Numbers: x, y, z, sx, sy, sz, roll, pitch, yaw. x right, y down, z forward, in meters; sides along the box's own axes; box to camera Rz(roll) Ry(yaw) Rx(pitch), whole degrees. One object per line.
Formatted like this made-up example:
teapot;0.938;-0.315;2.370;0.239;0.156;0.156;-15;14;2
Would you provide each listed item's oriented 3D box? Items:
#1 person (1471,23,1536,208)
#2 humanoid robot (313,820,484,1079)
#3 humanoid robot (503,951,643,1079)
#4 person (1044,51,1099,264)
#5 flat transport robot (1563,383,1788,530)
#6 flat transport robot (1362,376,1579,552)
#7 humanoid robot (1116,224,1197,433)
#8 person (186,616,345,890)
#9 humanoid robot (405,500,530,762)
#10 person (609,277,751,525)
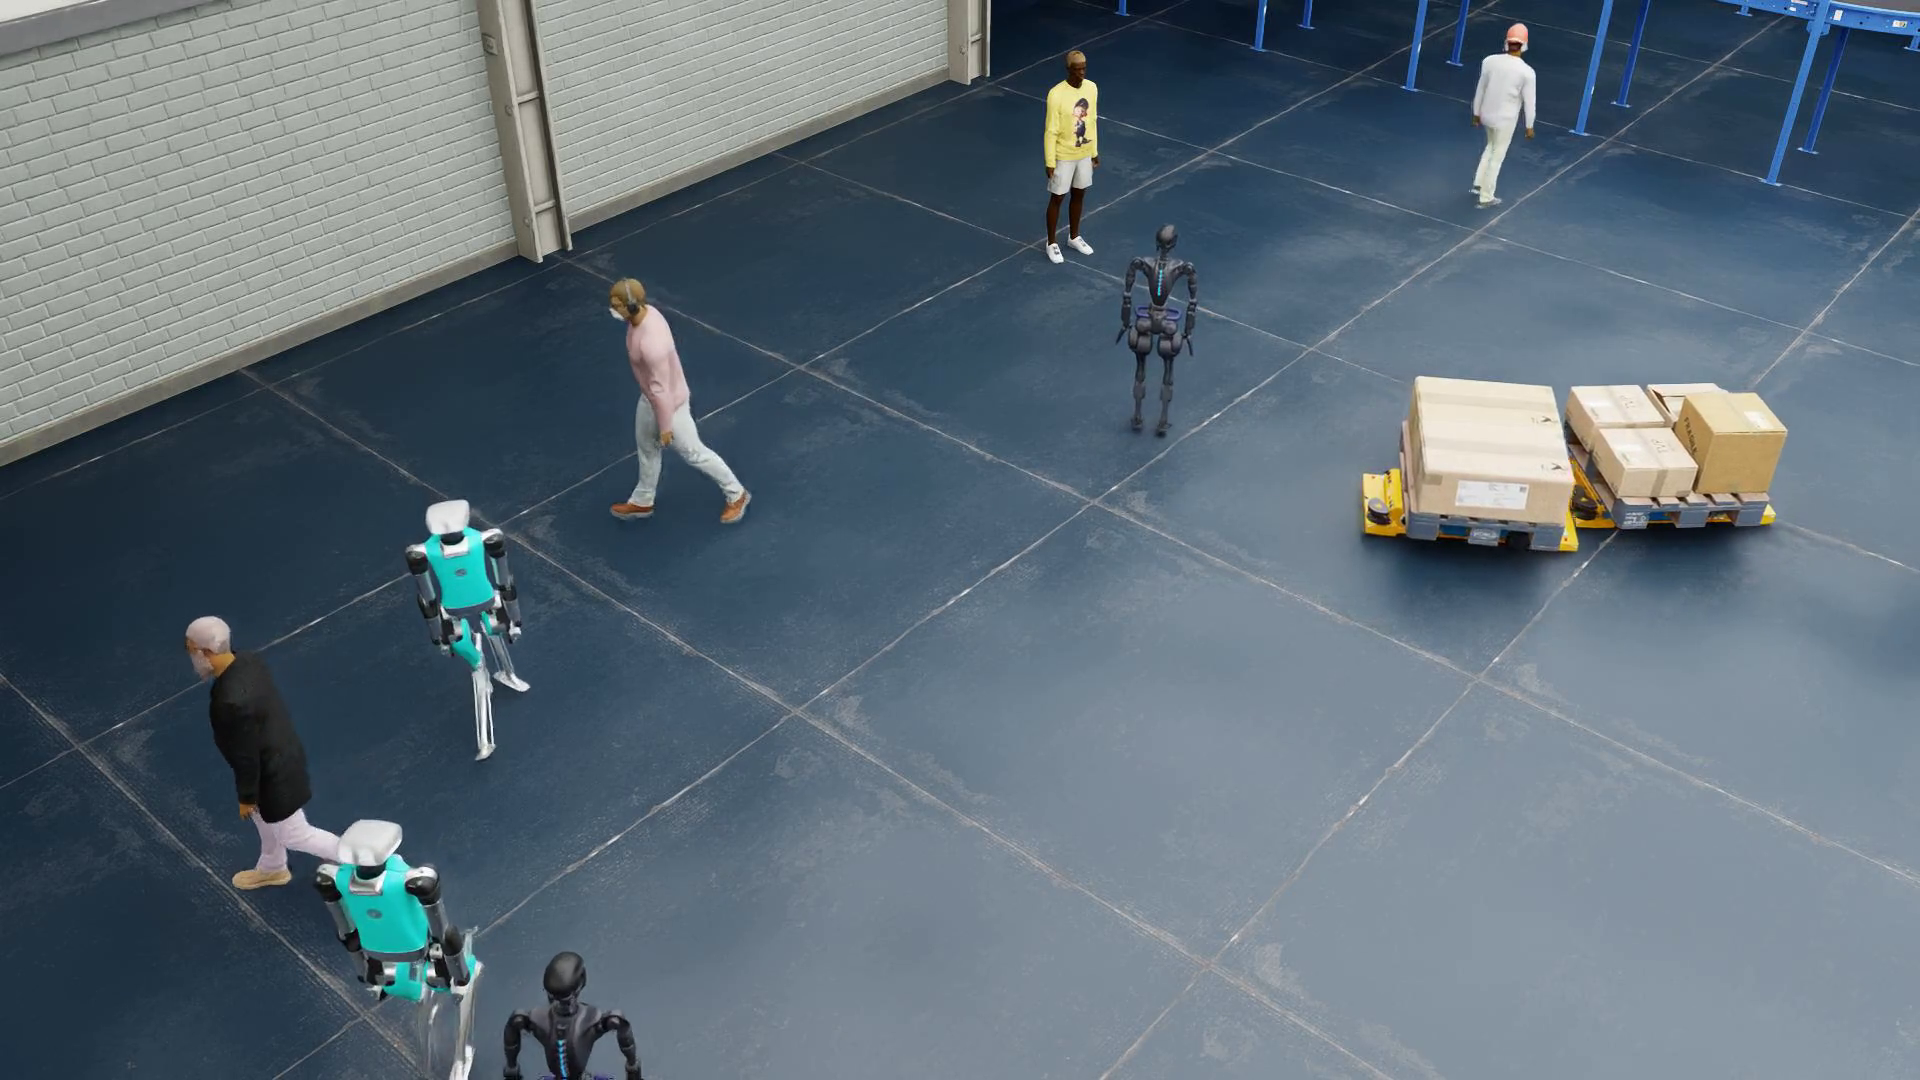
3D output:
person;5.157;-4.001;15.742;0.445;1.728;0.593;-21;40;-27
humanoid robot;-2.429;1.851;7.576;0.543;1.856;0.703;2;36;3
humanoid robot;-1.601;2.391;6.868;0.609;1.613;0.771;-2;35;-2
person;0.987;-3.414;14.777;0.559;1.898;0.364;-20;40;-26
flat transport robot;4.990;-0.351;11.880;1.431;0.231;0.659;-1;35;-2
flat transport robot;3.580;-0.235;11.717;1.431;0.231;0.659;5;36;8
humanoid robot;1.460;-1.573;12.380;0.589;1.654;0.322;6;36;8
person;-3.496;1.137;8.452;0.762;1.826;0.561;-12;37;-16
humanoid robot;-2.811;0.398;9.576;0.547;1.729;1.067;-11;37;-15
person;-1.956;-0.943;11.333;0.941;1.901;0.658;-11;37;-15
